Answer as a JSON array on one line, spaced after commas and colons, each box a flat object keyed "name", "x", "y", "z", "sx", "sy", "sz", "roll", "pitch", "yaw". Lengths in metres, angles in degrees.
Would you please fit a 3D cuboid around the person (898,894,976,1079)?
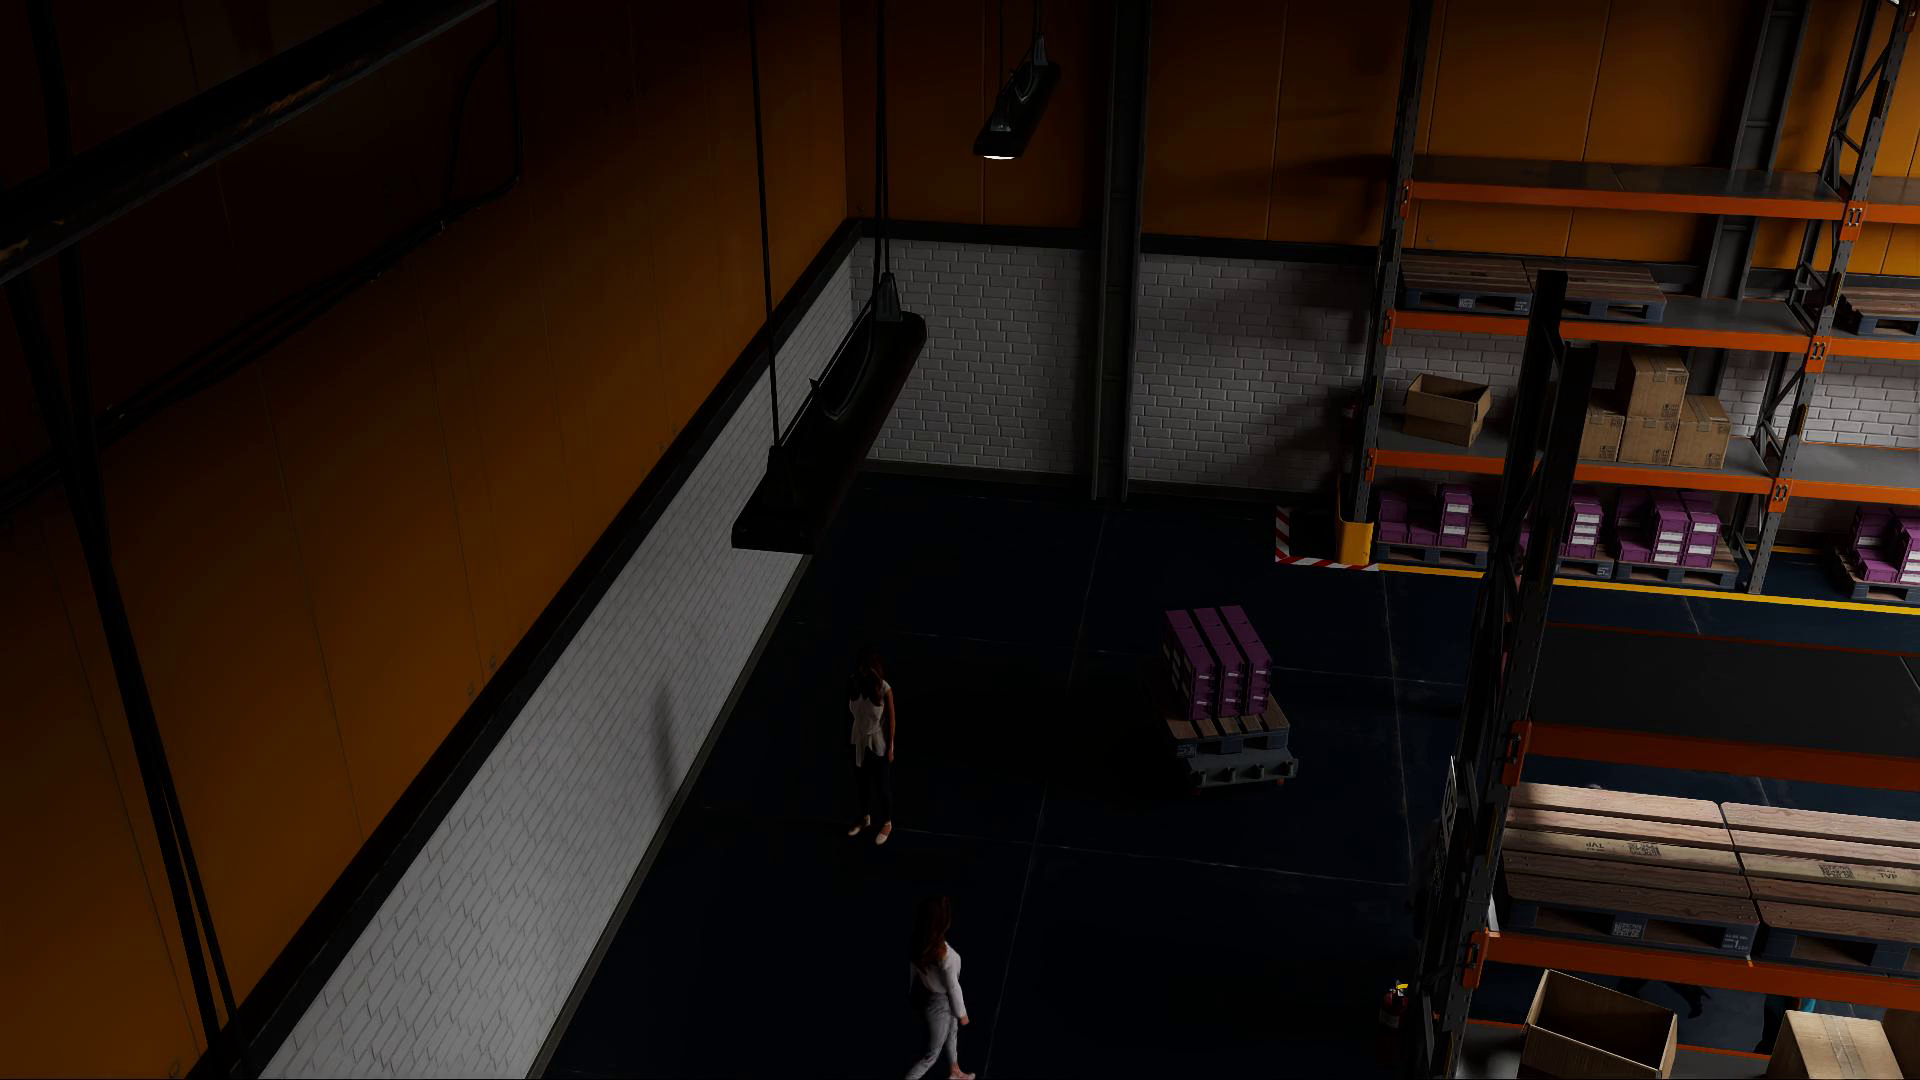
[{"name": "person", "x": -0.235, "y": 3.042, "z": 10.617, "sx": 1.128, "sy": 1.735, "sz": 1.020, "roll": -15, "pitch": 32, "yaw": -26}]

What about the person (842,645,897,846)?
[{"name": "person", "x": -0.699, "y": 1.609, "z": 13.192, "sx": 0.566, "sy": 1.785, "sz": 0.720, "roll": 15, "pitch": 32, "yaw": 25}]

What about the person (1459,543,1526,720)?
[{"name": "person", "x": 4.708, "y": 0.801, "z": 14.672, "sx": 0.487, "sy": 1.786, "sz": 0.612, "roll": 3, "pitch": 29, "yaw": 5}]

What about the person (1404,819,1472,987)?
[{"name": "person", "x": 3.374, "y": 2.491, "z": 11.592, "sx": 1.121, "sy": 1.769, "sz": 1.052, "roll": 22, "pitch": 36, "yaw": 35}]
